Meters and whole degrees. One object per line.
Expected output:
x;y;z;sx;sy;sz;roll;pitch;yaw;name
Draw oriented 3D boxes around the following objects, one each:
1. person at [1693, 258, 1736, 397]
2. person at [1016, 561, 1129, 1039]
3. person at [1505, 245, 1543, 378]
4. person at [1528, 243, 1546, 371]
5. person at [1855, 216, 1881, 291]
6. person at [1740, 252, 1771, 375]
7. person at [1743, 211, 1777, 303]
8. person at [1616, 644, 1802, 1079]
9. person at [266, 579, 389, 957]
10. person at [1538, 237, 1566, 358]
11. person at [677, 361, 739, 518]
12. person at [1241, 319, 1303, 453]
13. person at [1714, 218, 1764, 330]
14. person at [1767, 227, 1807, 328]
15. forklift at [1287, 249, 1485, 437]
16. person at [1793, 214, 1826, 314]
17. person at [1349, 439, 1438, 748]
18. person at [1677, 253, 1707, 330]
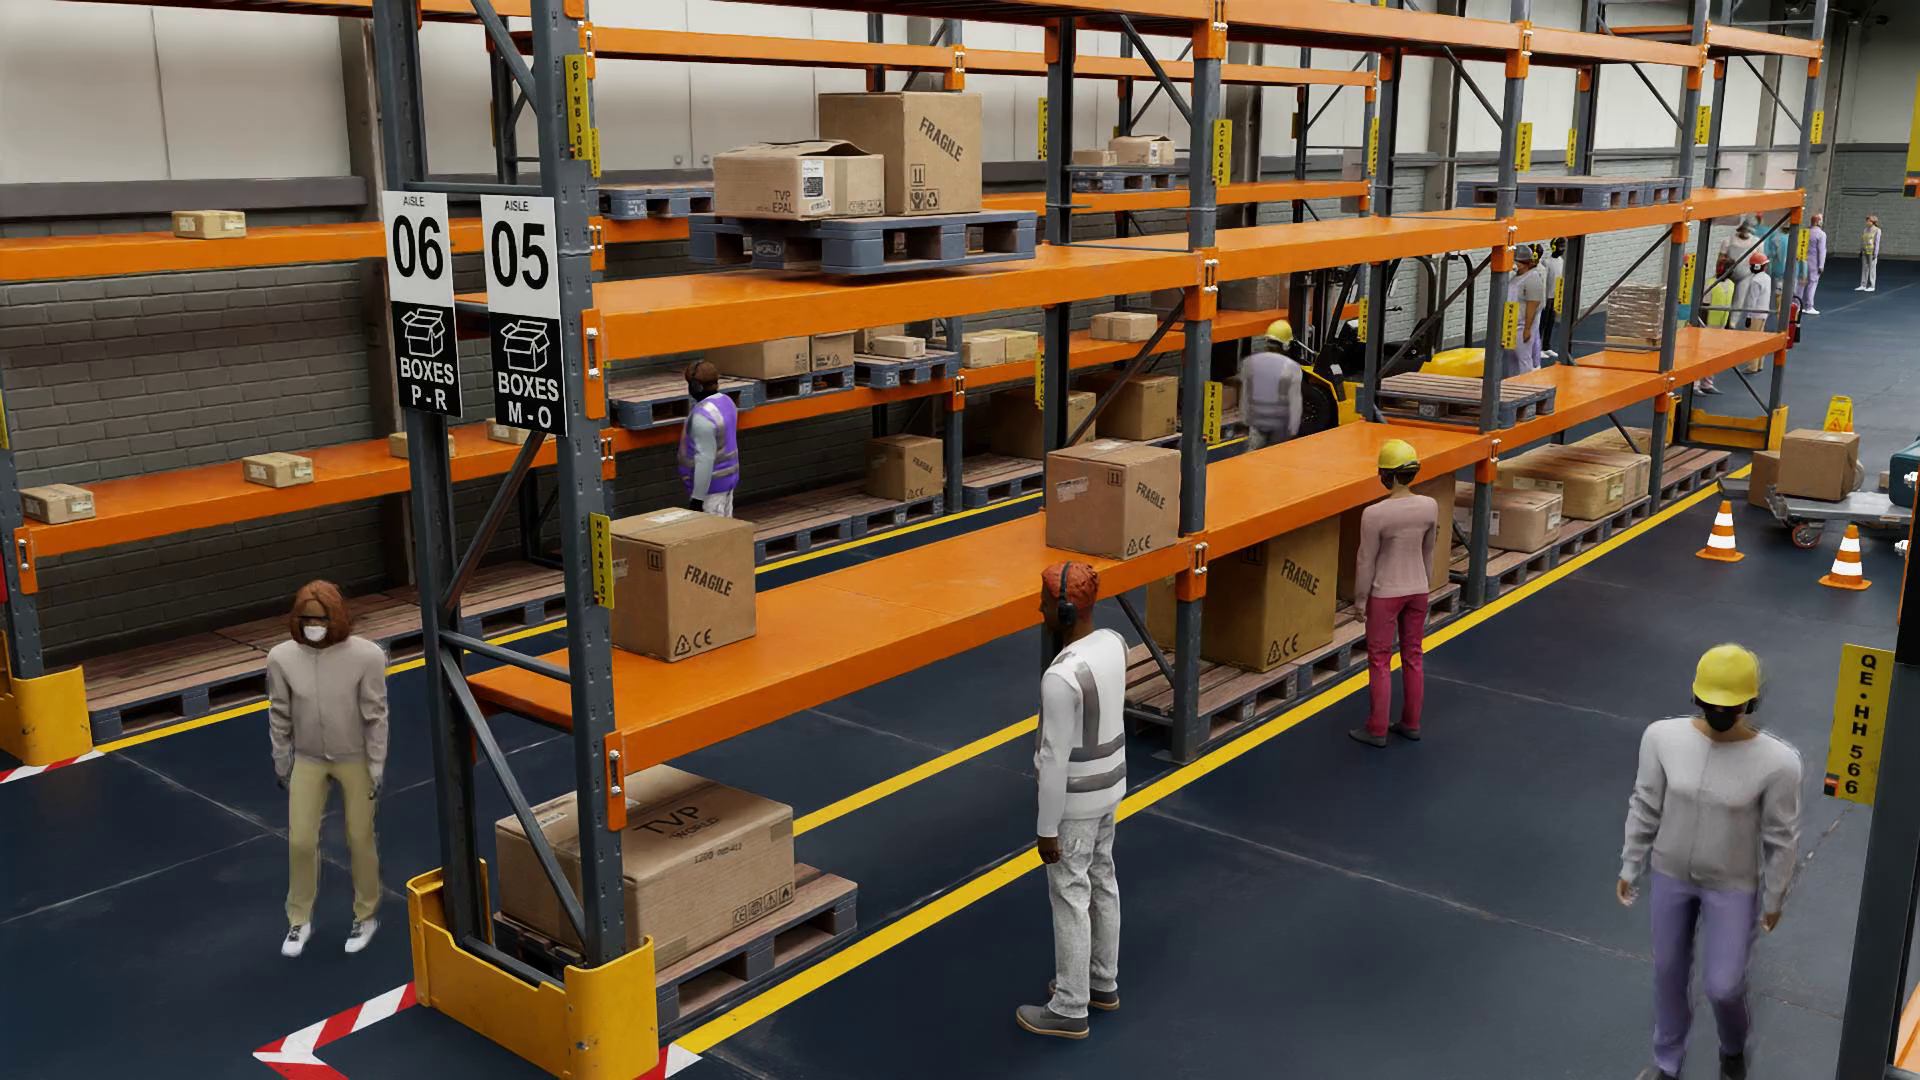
9.938;-2.809;21.952;0.577;1.832;0.407;-9;16;-31;person
0.446;0.991;6.374;0.358;1.880;0.575;8;16;28;person
7.167;-2.784;21.404;0.535;2.000;0.686;-1;14;-3;person
8.327;-3.364;24.154;0.328;1.861;0.502;6;15;22;person
19.958;-6.282;36.498;0.311;1.633;0.519;-3;14;-10;person
11.440;-3.262;23.969;0.361;1.743;0.562;12;18;39;person
16.158;-5.785;33.731;0.657;1.975;0.436;12;18;40;person
2.596;1.193;5.813;0.539;1.757;0.392;12;18;40;person
-2.651;0.961;7.022;0.514;1.623;0.371;-2;14;-7;person
9.125;-3.739;25.674;0.513;1.861;0.322;-11;18;-38;person
-1.823;-0.380;12.041;0.430;1.838;0.619;2;14;9;person
2.756;-1.051;14.808;0.600;1.815;0.690;9;16;32;person
13.652;-4.692;29.174;0.694;2.000;1.056;10;17;35;person
14.532;-4.689;29.246;0.634;2.013;0.738;4;14;17;person
4.886;-2.214;18.767;2.313;2.155;1.214;11;18;38;forklift
16.357;-5.301;31.953;0.399;1.899;0.646;-4;14;-16;person
2.449;0.301;9.432;0.518;1.757;0.342;-6;15;-21;person
10.328;-3.211;23.745;0.559;1.747;0.331;-3;14;-12;person
